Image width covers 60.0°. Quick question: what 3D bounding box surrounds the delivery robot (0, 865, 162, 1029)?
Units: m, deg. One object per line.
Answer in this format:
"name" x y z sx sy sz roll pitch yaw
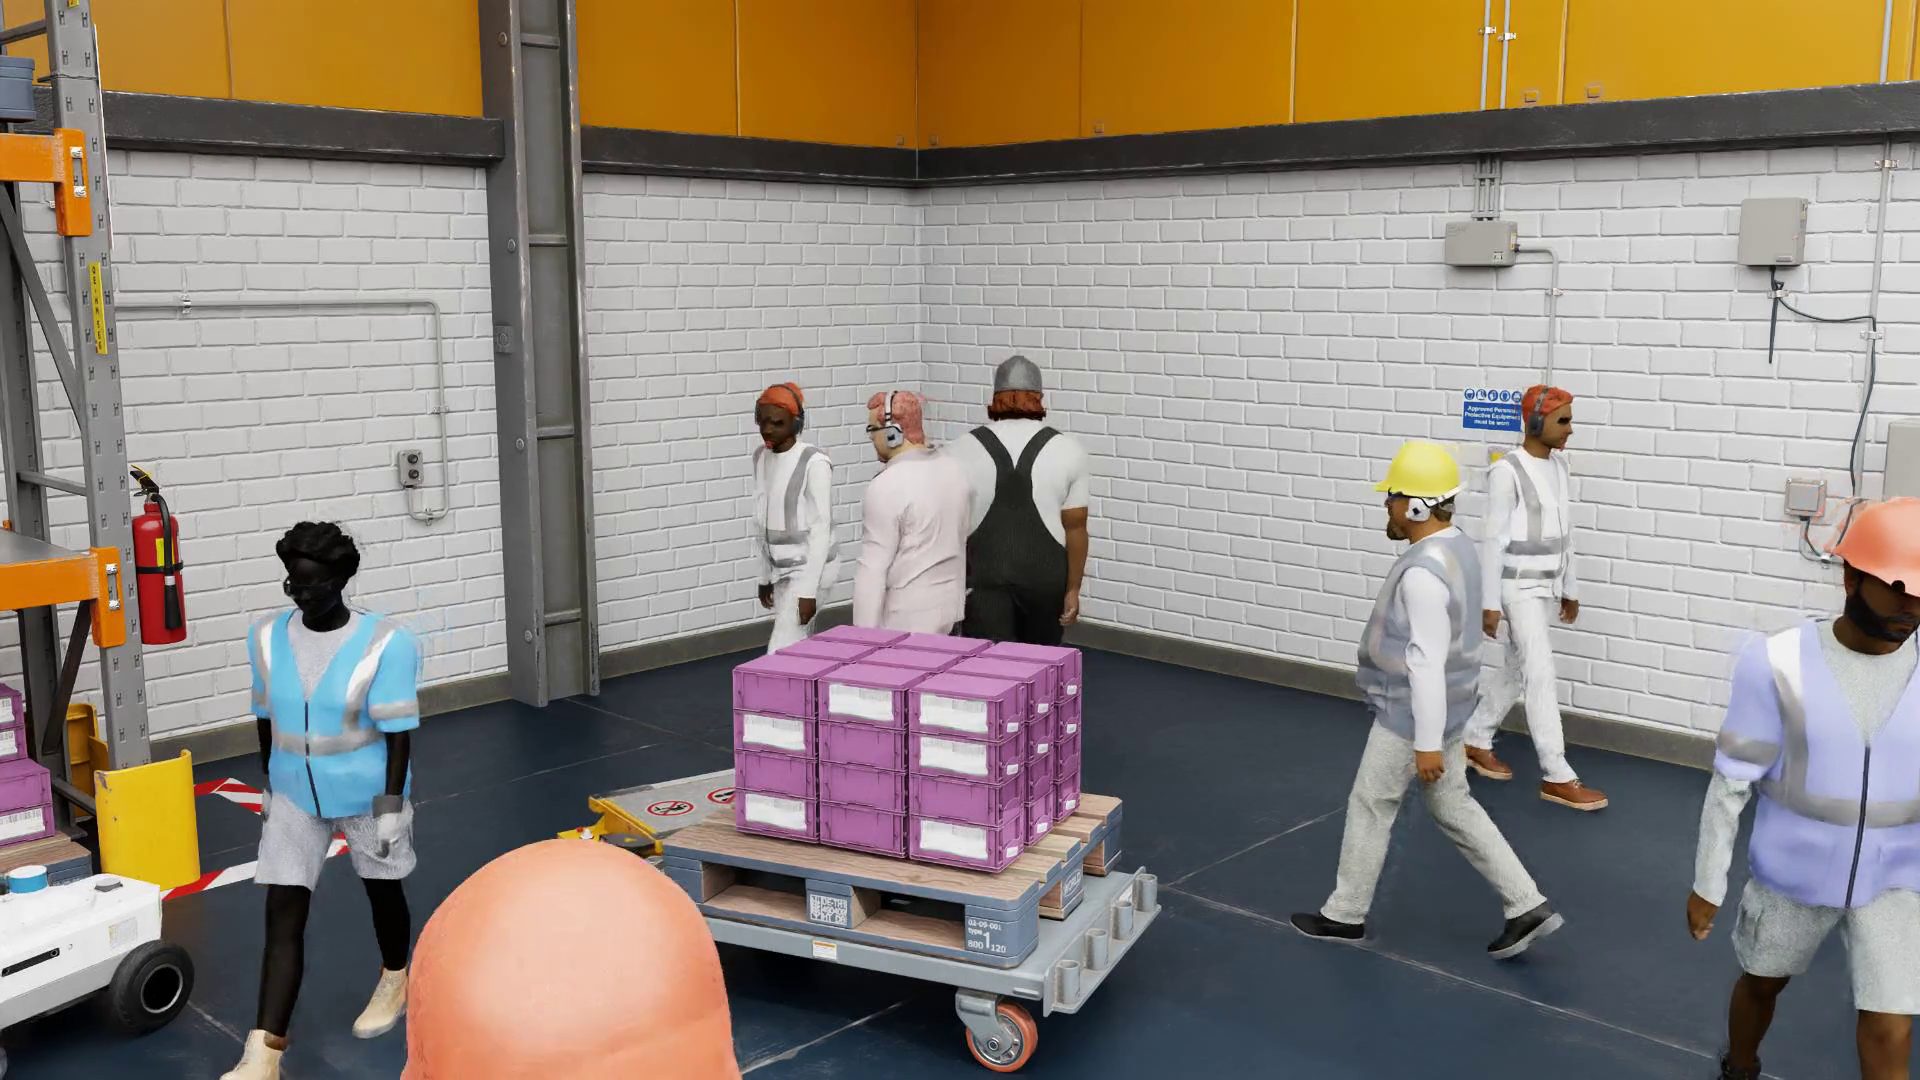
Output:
"delivery robot" -2.798 1.229 5.022 0.477 0.478 0.707 4 11 26

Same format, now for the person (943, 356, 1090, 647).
"person" 0.231 0.123 7.561 0.702 2.000 1.042 1 9 4

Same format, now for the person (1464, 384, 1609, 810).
"person" 2.588 0.228 7.490 0.598 1.857 0.813 -9 13 -43

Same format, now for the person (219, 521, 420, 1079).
"person" -1.835 0.762 4.816 0.543 1.639 0.891 1 9 5

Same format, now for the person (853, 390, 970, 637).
"person" -0.193 0.325 6.830 0.451 1.881 0.654 5 10 27

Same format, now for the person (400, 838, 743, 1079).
"person" -0.218 1.207 1.151 0.627 1.973 0.773 -3 10 -18

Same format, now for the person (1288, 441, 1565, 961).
"person" 1.621 0.556 5.659 0.883 1.804 0.593 5 11 29

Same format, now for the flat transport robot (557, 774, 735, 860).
"flat transport robot" -0.854 1.124 6.833 1.431 0.197 0.652 -6 11 -34

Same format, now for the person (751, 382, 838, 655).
"person" -0.798 0.188 7.767 0.545 1.854 0.582 -6 11 -34

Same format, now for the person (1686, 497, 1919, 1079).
"person" 2.094 0.794 4.021 0.605 1.867 1.068 3 10 15
